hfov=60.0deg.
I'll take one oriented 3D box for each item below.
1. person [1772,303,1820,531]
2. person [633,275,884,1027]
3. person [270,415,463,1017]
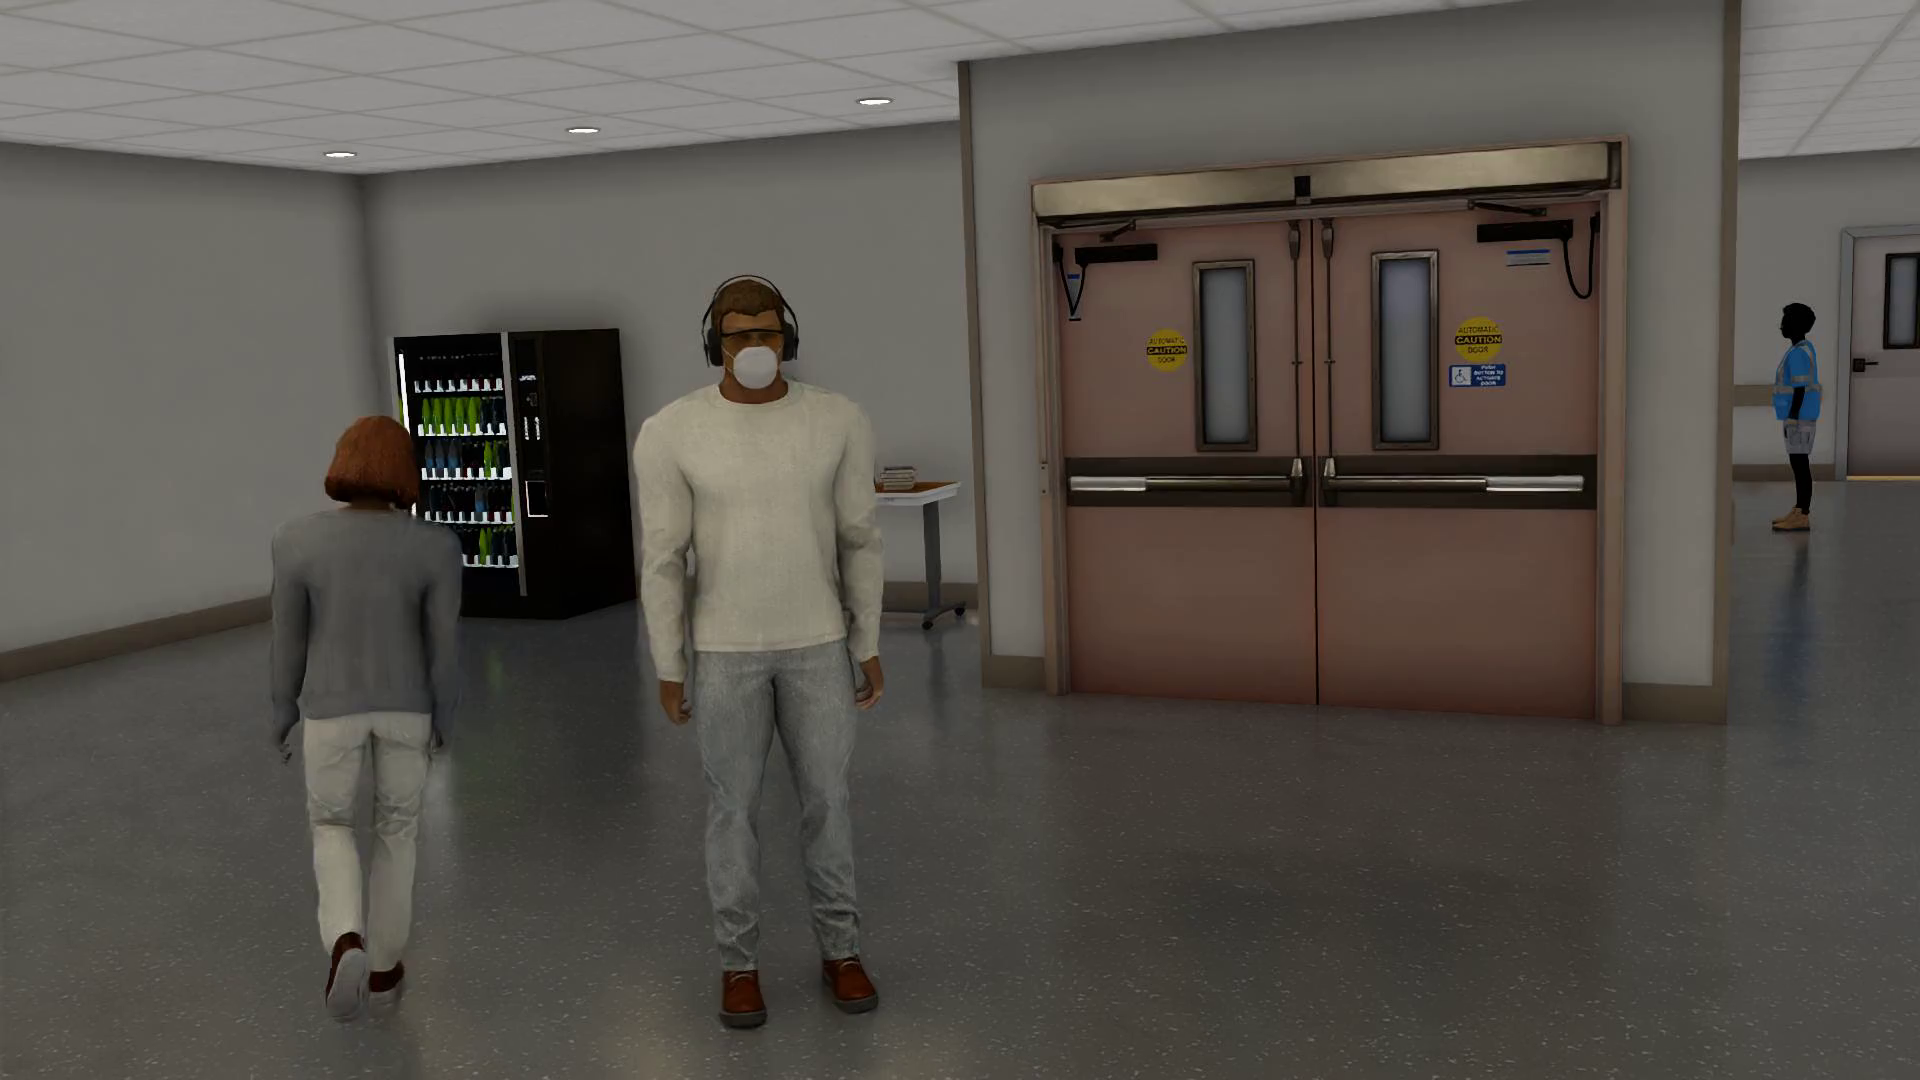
[{"bbox_3d":[6.222,-0.910,12.374,0.318,1.697,0.535,2,8,28],"label":"person"},{"bbox_3d":[-0.501,0.289,4.336,0.631,1.936,0.361,-4,8,-15],"label":"person"},{"bbox_3d":[-1.565,0.476,4.425,0.530,1.608,0.511,-5,8,-17],"label":"person"}]
